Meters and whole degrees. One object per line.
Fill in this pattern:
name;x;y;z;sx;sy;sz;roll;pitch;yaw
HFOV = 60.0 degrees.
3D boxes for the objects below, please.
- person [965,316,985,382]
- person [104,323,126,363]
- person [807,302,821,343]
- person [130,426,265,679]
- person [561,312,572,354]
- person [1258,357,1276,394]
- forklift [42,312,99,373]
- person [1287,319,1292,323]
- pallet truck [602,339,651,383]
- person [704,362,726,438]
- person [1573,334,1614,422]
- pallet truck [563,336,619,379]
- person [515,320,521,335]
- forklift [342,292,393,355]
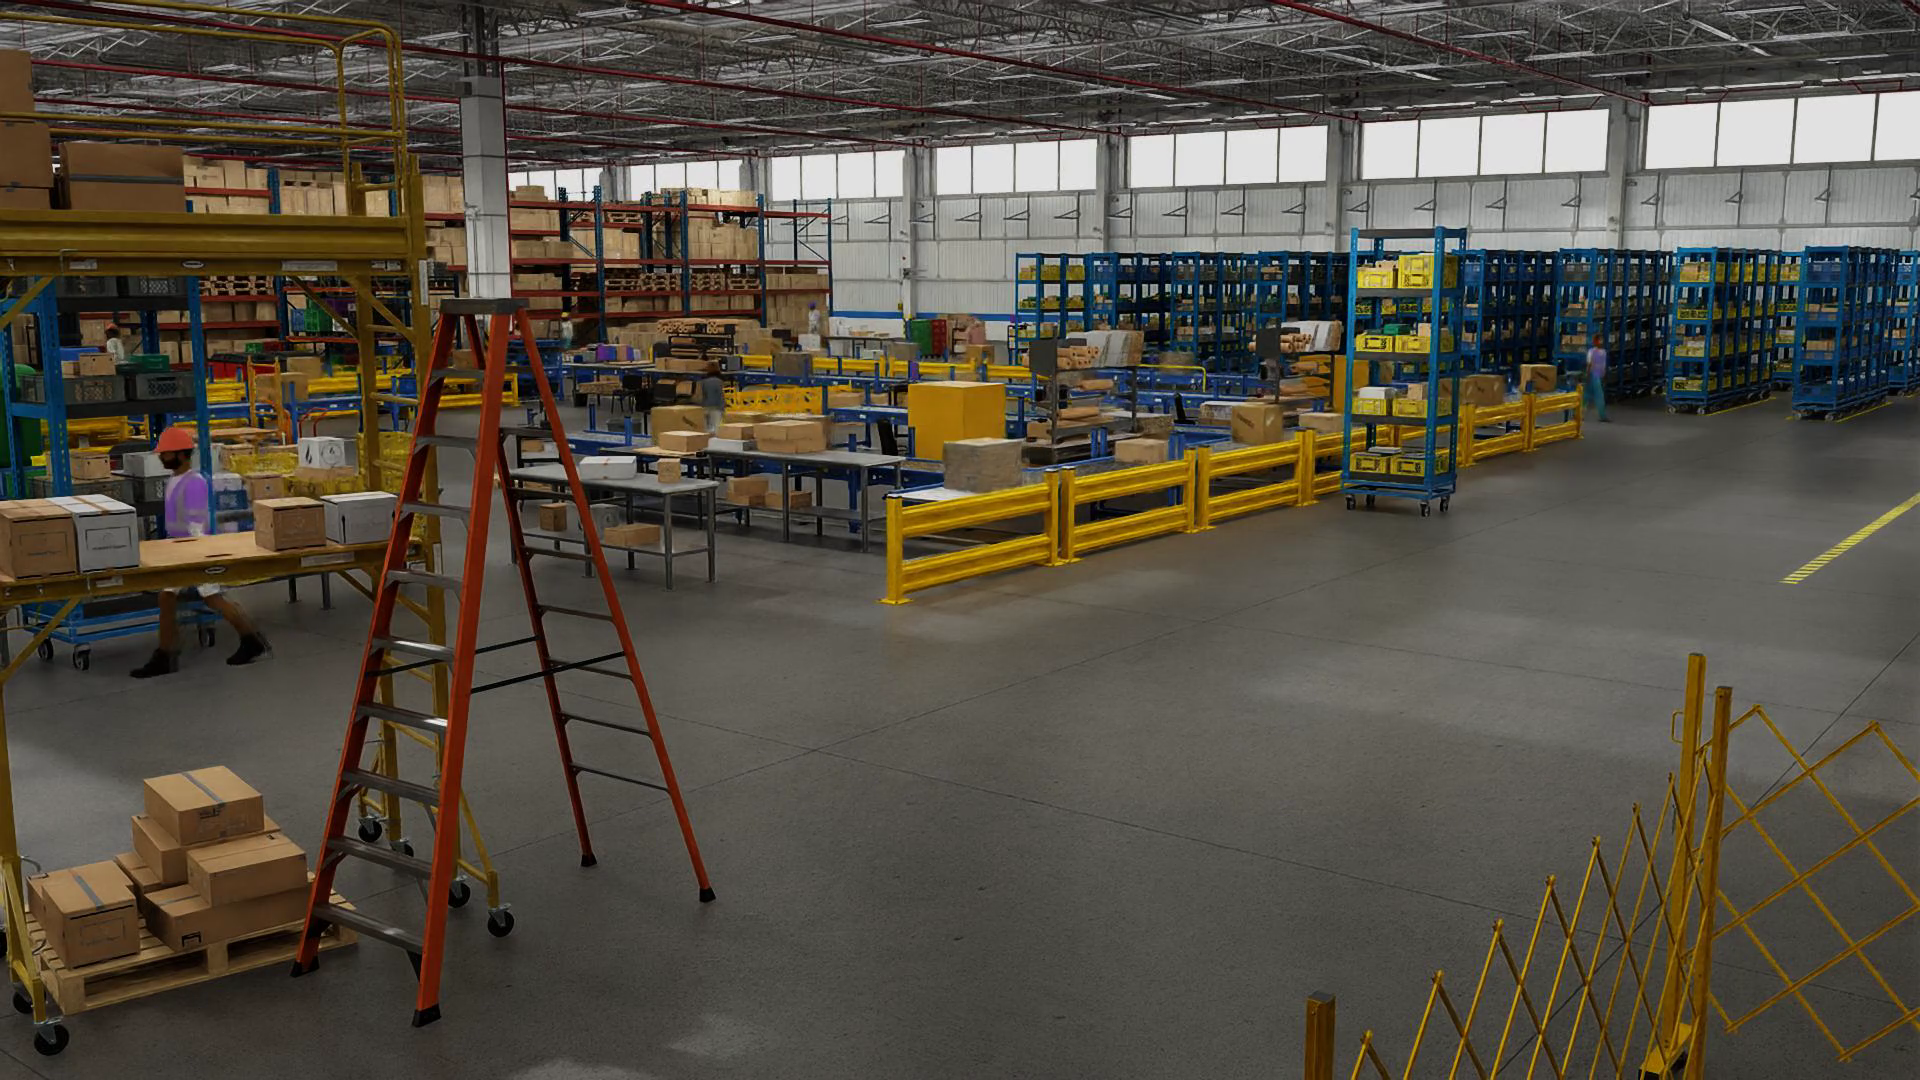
person;0.457;-5.122;45.072;0.681;1.887;0.513;-6;11;-34
person;-17.657;-3.535;34.858;0.568;1.991;0.624;0;9;0
person;-5.886;-8.464;65.897;0.633;1.897;0.966;8;12;41
person;-5.817;0.072;12.659;0.557;1.899;0.971;9;13;44
person;-13.317;-6.879;56.495;0.527;1.752;0.555;6;11;35
person;7.238;-4.071;39.038;0.546;1.722;0.886;-7;12;-38
forklift;-23.779;-5.451;44.052;1.873;2.768;1.129;7;11;36
person;9.806;-5.987;50.103;0.836;2.017;0.616;7;11;37
pallet truck;-8.991;-4.871;45.351;0.653;1.274;1.630;7;11;37
person;-4.074;-2.122;27.253;0.746;1.603;0.509;-6;11;-35
person;13.049;-3.338;34.206;0.580;1.808;0.920;-8;12;-40
pallet truck;-10.690;-5.294;48.215;1.601;1.201;0.680;-5;10;-26
person;-12.711;-5.497;47.773;0.606;1.781;0.812;0;9;2
forklift;-16.485;-5.622;45.120;1.129;2.768;1.873;7;11;37
